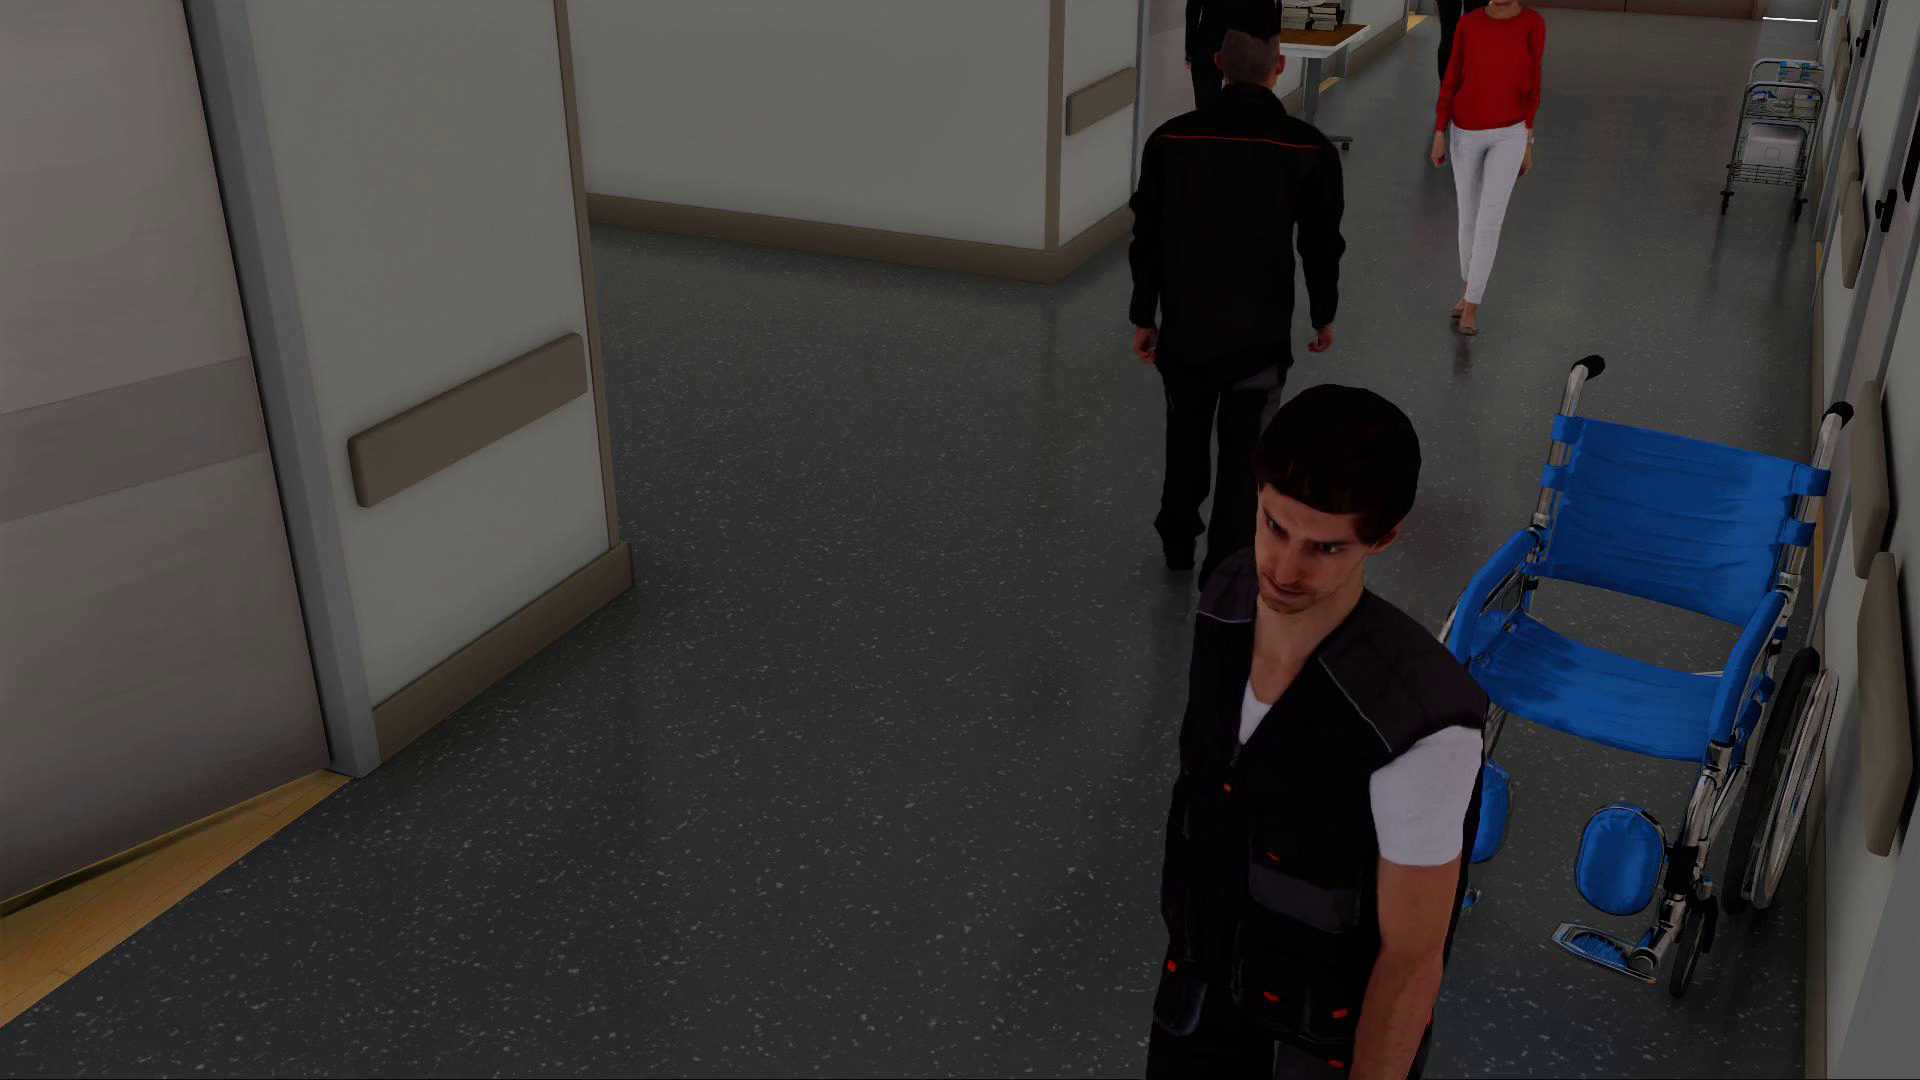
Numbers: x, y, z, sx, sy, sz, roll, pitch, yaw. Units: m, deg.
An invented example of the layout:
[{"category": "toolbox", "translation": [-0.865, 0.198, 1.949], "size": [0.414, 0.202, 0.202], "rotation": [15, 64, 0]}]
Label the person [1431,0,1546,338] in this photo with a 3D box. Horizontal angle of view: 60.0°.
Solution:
[{"category": "person", "translation": [2.387, -1.797, 7.502], "size": [0.576, 1.671, 0.914], "rotation": [11, 28, 22]}]

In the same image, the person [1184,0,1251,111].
[{"category": "person", "translation": [1.488, -2.702, 9.365], "size": [0.662, 1.684, 0.620], "rotation": [5, 26, 11]}]

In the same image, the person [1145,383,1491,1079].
[{"category": "person", "translation": [0.548, 0.590, 2.386], "size": [0.996, 1.815, 0.894], "rotation": [-13, 28, -24]}]

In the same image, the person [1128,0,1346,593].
[{"category": "person", "translation": [0.770, -0.624, 4.873], "size": [0.787, 1.842, 0.760], "rotation": [10, 28, 20]}]

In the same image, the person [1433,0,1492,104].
[{"category": "person", "translation": [3.689, -4.061, 12.195], "size": [0.691, 1.674, 0.788], "rotation": [5, 26, 10]}]
